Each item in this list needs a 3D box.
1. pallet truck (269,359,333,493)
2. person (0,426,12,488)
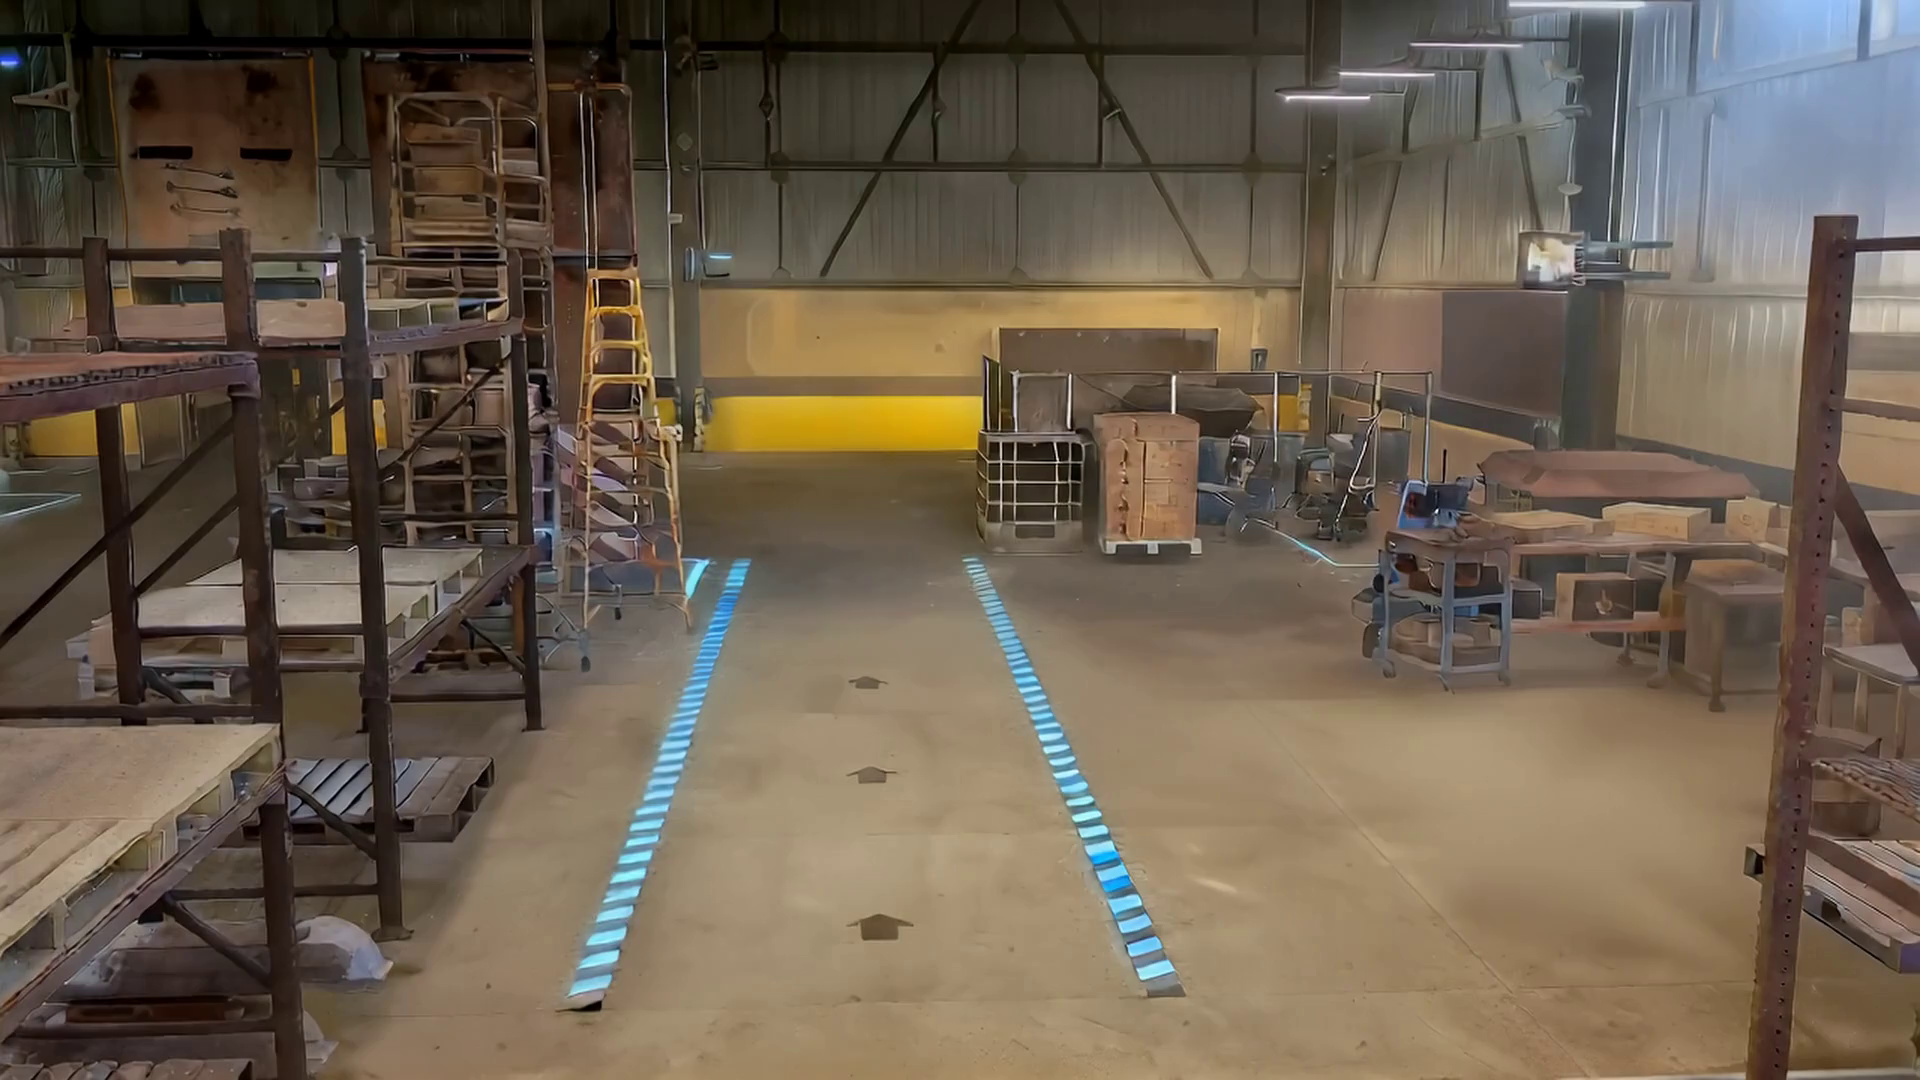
[{"bbox_3d":[-7.062,-1.131,18.996,1.885,1.965,0.823,2,9,13],"label":"pallet truck"},{"bbox_3d":[-13.158,-1.664,22.566,0.389,1.930,0.544,-8,12,-41],"label":"person"}]
